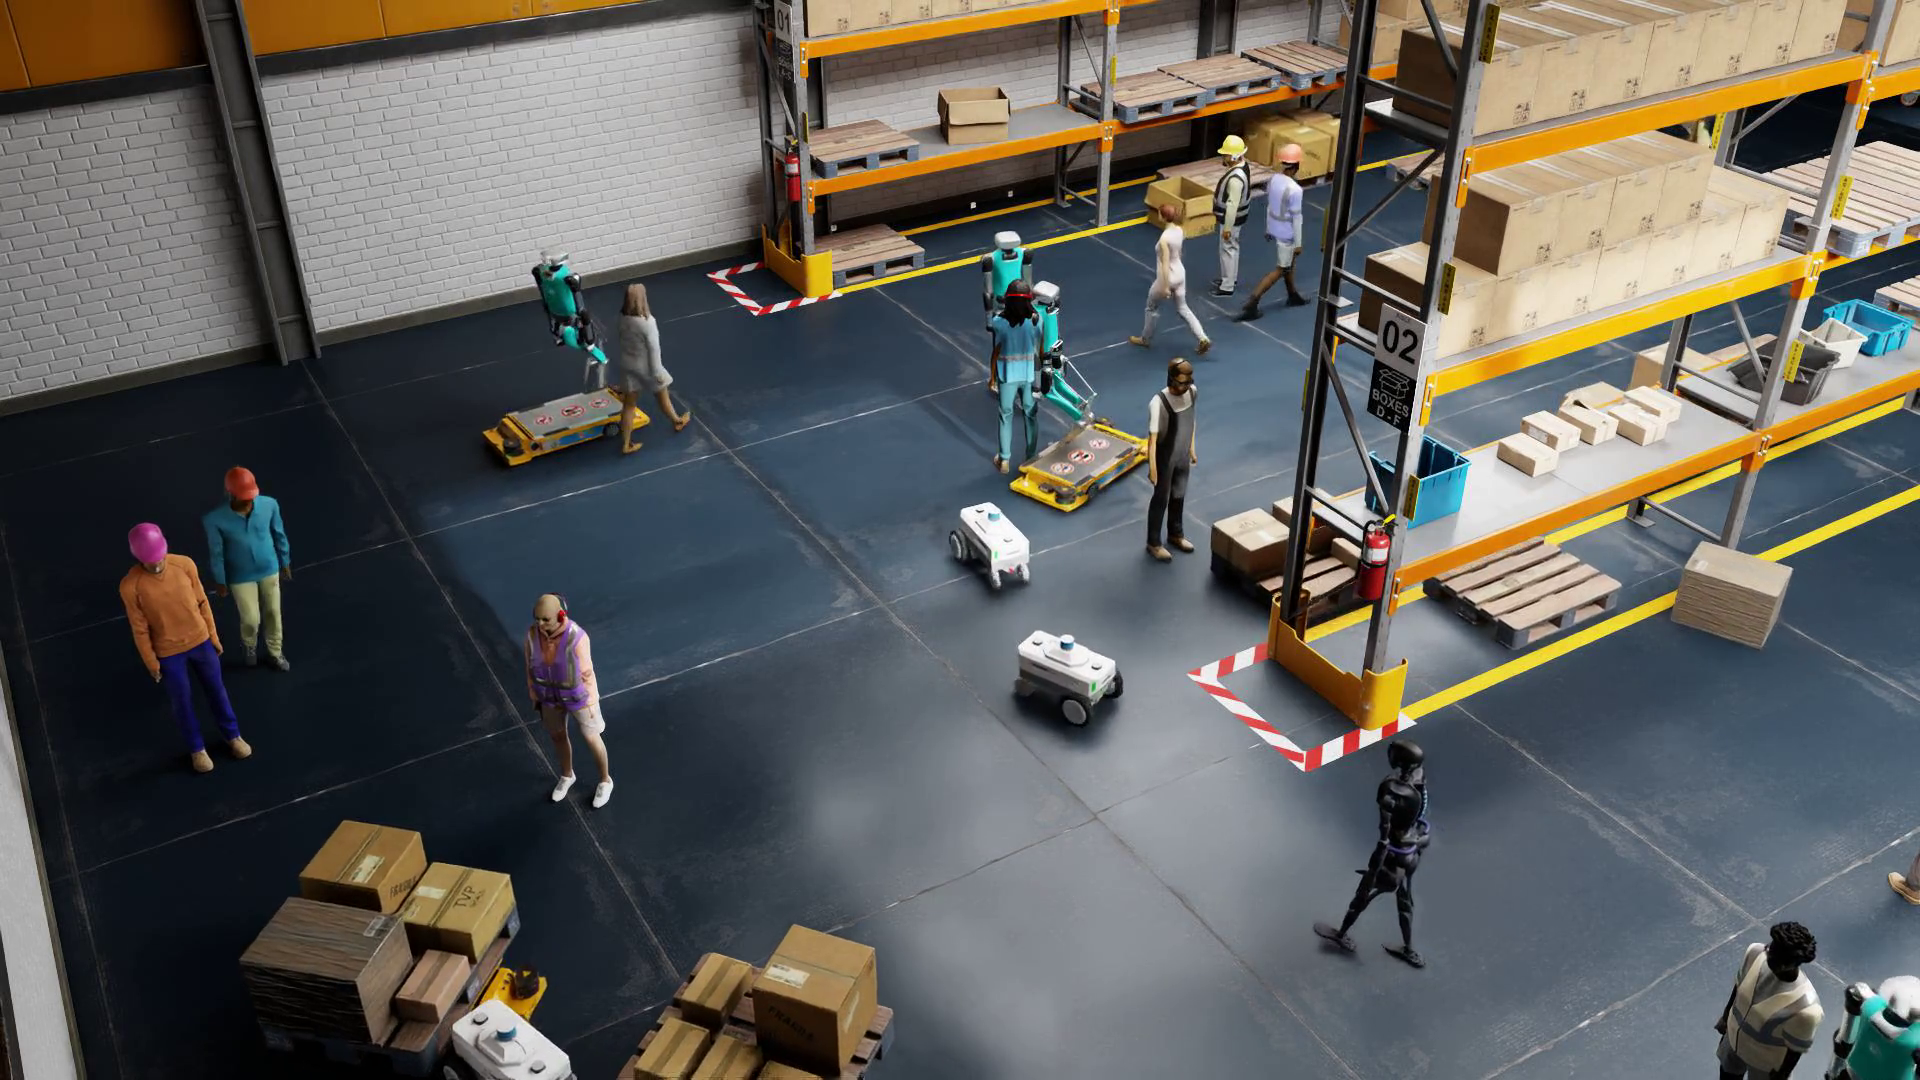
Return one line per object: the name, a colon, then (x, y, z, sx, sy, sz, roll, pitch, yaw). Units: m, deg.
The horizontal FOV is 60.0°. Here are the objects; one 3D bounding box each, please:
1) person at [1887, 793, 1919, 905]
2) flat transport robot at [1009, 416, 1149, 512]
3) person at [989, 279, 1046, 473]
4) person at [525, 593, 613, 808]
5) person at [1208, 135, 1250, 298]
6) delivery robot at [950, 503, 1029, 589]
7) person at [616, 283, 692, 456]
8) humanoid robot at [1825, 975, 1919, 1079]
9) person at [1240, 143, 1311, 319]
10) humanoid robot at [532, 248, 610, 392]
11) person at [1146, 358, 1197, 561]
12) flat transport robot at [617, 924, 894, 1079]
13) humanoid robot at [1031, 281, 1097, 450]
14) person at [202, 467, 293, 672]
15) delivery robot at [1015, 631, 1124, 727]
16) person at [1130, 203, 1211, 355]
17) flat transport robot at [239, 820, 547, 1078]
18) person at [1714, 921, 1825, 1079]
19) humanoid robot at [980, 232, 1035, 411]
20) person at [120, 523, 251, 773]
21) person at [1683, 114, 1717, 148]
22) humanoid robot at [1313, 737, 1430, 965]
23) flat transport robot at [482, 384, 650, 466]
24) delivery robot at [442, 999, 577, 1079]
person: (6.188, 1.513, 10.255, 0.471, 1.771, 0.310, -3, 32, -5)
flat transport robot: (1.145, -0.704, 15.207, 0.659, 0.231, 1.431, 23, 39, 32)
person: (0.522, -1.457, 14.906, 0.514, 1.866, 0.392, -3, 32, -5)
person: (-2.620, 1.057, 11.066, 0.486, 1.685, 0.355, 7, 33, 11)
person: (2.970, -3.560, 18.304, 0.403, 1.823, 0.598, 8, 33, 13)
delivery robot: (0.268, 0.004, 13.827, 0.499, 0.614, 0.802, -14, 35, -21)
person: (-2.897, -1.628, 15.398, 0.518, 1.609, 0.868, 16, 35, 23)
humanoid robot: (4.650, 2.775, 8.260, 0.784, 1.763, 0.530, -12, 34, -18)
person: (3.458, -3.311, 17.842, 0.927, 1.892, 0.558, -11, 34, -16)
humanoid robot: (-3.605, -2.026, 15.931, 0.532, 1.765, 0.789, 17, 36, 25)
person: (1.746, -0.672, 13.686, 0.520, 1.834, 0.364, -24, 39, -33)
flat transport robot: (-1.142, 3.080, 9.172, 0.659, 0.231, 1.431, 12, 34, 18)
humanoid robot: (0.950, -1.470, 14.918, 0.735, 1.681, 0.533, 16, 35, 24)
person: (-5.230, 0.223, 12.344, 0.563, 1.733, 0.370, -26, 40, -35)
delivery robot: (0.802, 0.985, 12.257, 0.797, 0.608, 0.499, 21, 38, 30)
person: (2.204, -2.663, 17.063, 0.845, 1.622, 0.461, 22, 38, 31)
flat transport robot: (-3.238, 2.695, 9.786, 1.431, 0.231, 0.659, 7, 33, 11)
person: (4.114, 2.611, 8.578, 0.320, 1.693, 0.532, -8, 33, -12)
humanoid robot: (0.553, -2.014, 15.938, 0.544, 1.782, 0.856, -13, 34, -20)
person: (-5.315, 0.716, 11.345, 0.513, 1.974, 0.406, -26, 41, -35)
person: (9.312, -5.143, 20.819, 0.505, 1.831, 0.575, 14, 35, 21)
humanoid robot: (2.530, 1.817, 9.878, 0.696, 1.631, 0.613, 22, 38, 31)
flat transport robot: (-3.750, -1.106, 15.848, 1.431, 0.231, 0.659, -21, 38, -29)
delivery robot: (-2.492, 2.881, 9.236, 0.784, 0.612, 0.524, 24, 40, 33)
